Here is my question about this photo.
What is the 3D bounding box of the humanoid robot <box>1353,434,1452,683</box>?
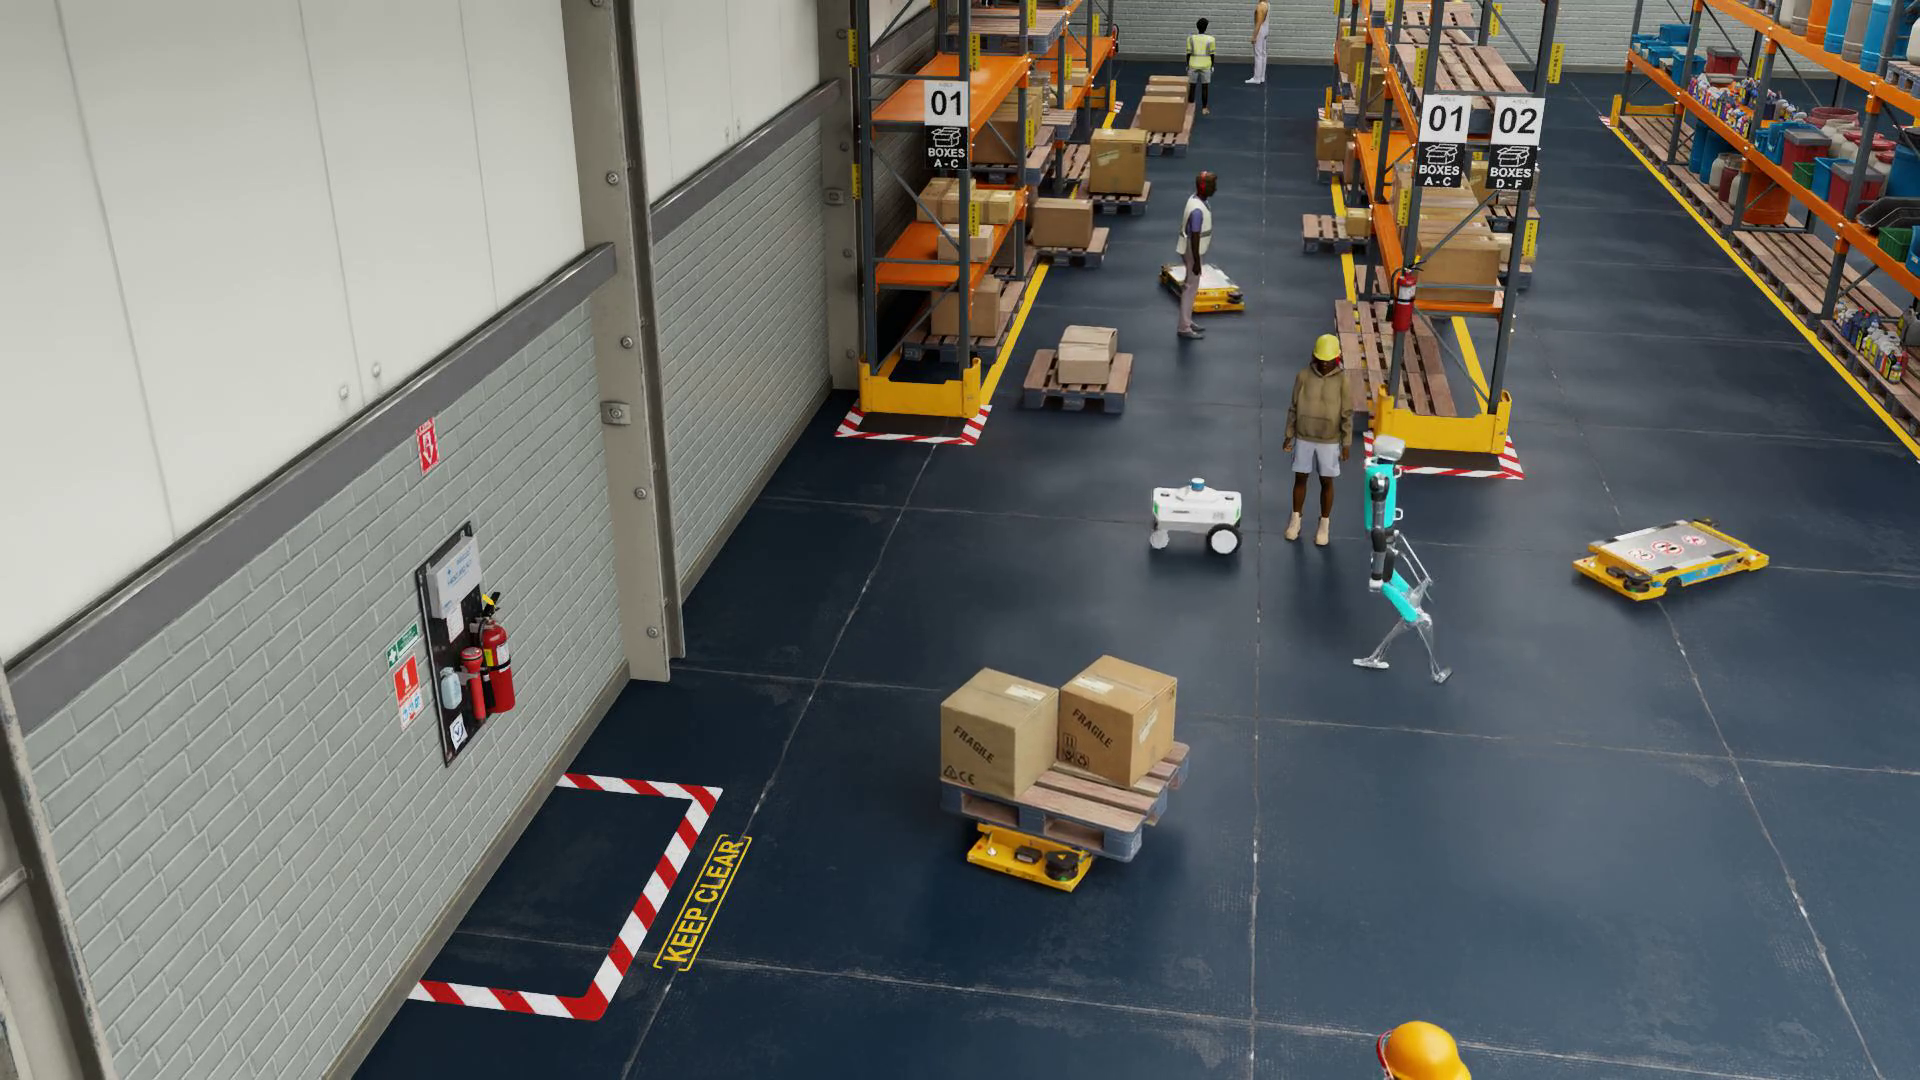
[{"bbox_3d":[3.109,0.185,11.314,0.855,1.844,0.546,6,26,12],"label":"humanoid robot"}]

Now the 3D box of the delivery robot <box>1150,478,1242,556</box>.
[{"bbox_3d":[1.934,-0.198,13.465,0.810,0.612,0.499,3,25,7],"label":"delivery robot"}]

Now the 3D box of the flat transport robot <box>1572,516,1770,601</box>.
[{"bbox_3d":[5.589,0.142,13.055,1.431,0.231,0.659,-12,28,-24],"label":"flat transport robot"}]

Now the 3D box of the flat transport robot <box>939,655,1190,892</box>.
[{"bbox_3d":[0.646,1.578,9.981,0.659,0.231,1.431,12,28,24],"label":"flat transport robot"}]

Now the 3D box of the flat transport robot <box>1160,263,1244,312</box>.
[{"bbox_3d":[2.871,-3.015,19.811,0.659,0.231,1.431,-3,25,-7],"label":"flat transport robot"}]

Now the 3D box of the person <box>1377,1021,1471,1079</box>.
[{"bbox_3d":[1.574,2.516,6.069,0.380,1.890,0.563,18,31,34],"label":"person"}]

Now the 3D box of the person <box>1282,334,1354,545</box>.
[{"bbox_3d":[2.877,-0.822,13.362,0.541,1.756,0.417,11,27,22],"label":"person"}]

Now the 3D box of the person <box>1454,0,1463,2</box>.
[{"bbox_3d":[9.397,-9.393,31.691,0.523,1.769,0.319,15,29,29],"label":"person"}]

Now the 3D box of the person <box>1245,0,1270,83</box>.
[{"bbox_3d":[5.895,-9.986,32.848,0.375,1.863,0.509,14,29,28],"label":"person"}]

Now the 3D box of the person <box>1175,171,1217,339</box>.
[{"bbox_3d":[2.560,-3.126,18.205,0.400,1.833,0.566,5,25,10],"label":"person"}]

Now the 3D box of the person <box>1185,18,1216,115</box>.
[{"bbox_3d":[4.305,-8.485,29.829,0.540,1.696,0.316,6,26,12],"label":"person"}]
